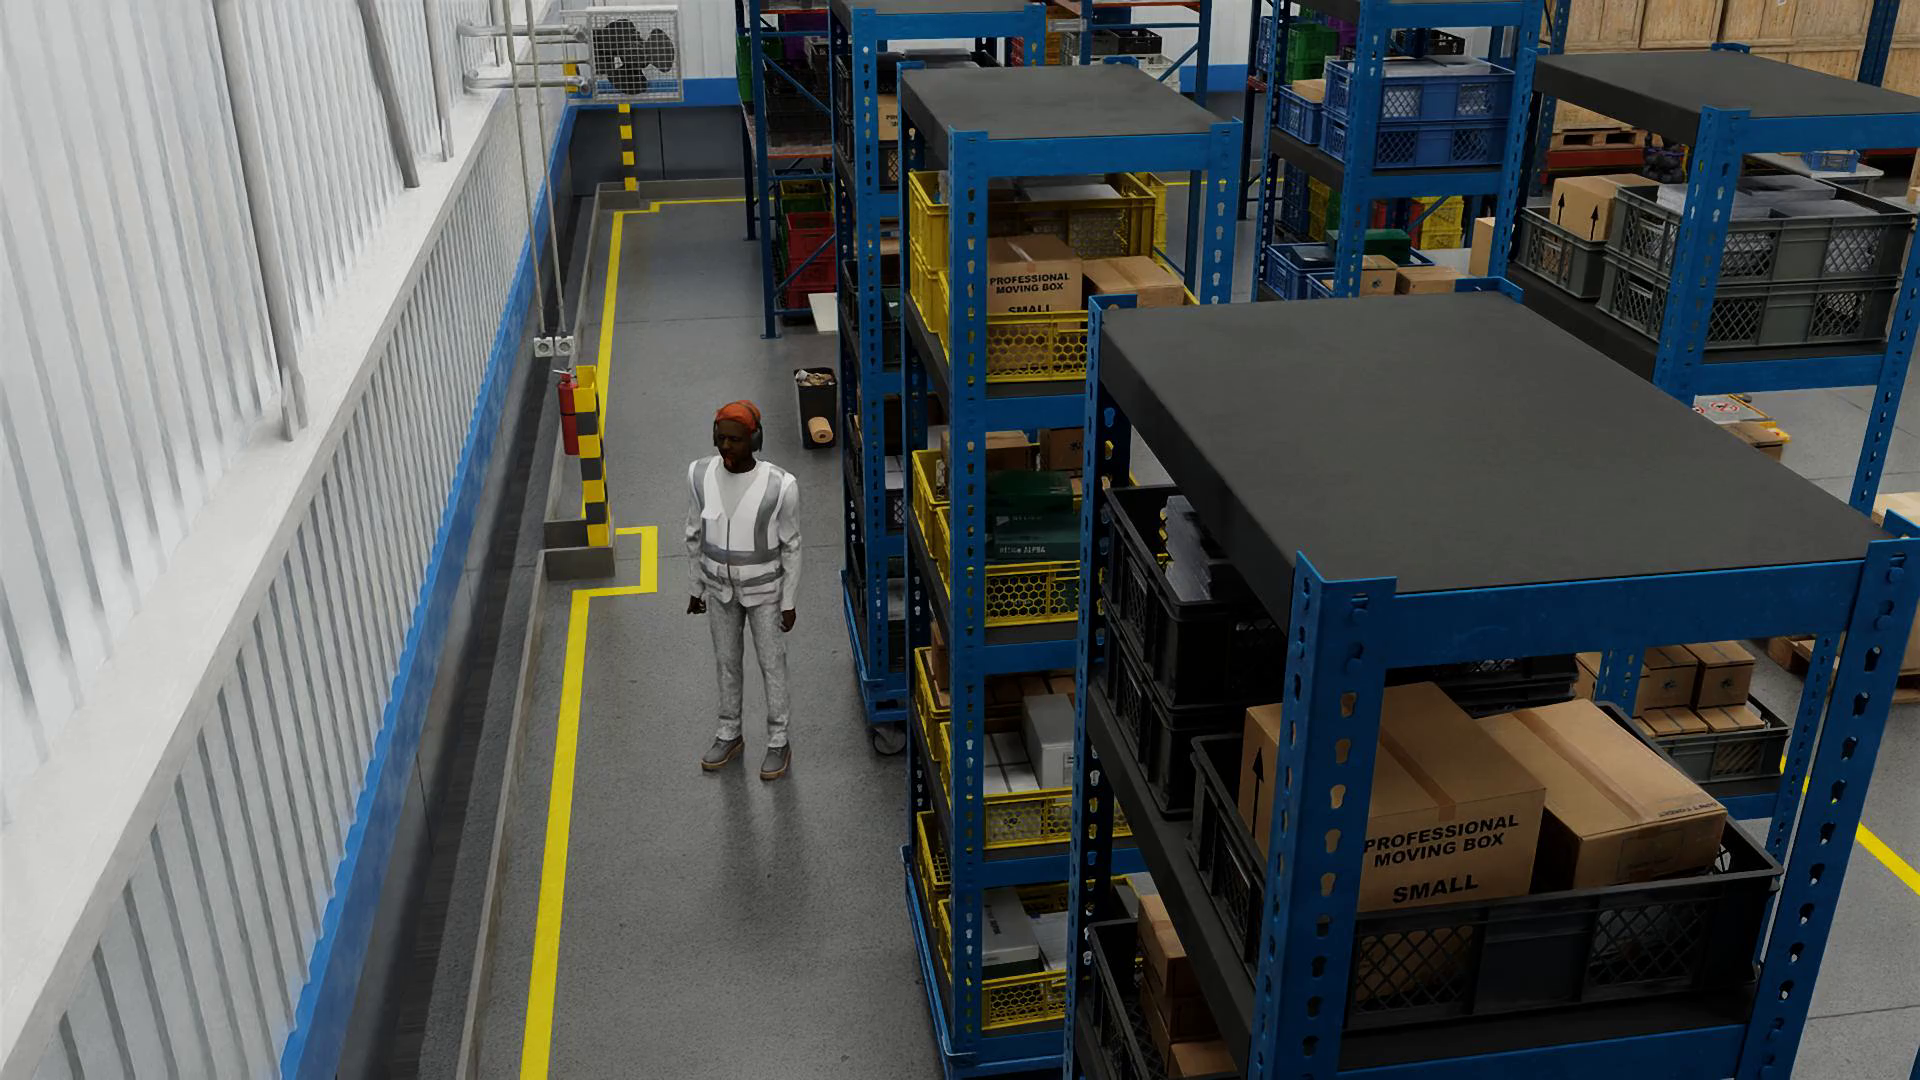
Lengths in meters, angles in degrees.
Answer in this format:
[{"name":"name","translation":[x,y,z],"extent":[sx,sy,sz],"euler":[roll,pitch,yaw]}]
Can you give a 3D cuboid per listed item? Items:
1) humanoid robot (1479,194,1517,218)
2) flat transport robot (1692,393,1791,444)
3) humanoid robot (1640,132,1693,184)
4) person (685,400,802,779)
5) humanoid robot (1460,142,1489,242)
[{"name":"humanoid robot","translation":[5.171,-3.448,16.093],"extent":[0.309,1.656,0.600],"euler":[-10,26,-20]},{"name":"flat transport robot","translation":[5.224,-0.859,12.132],"extent":[1.431,0.197,0.652],"euler":[-4,25,-8]},{"name":"humanoid robot","translation":[7.111,-3.749,16.746],"extent":[0.327,1.657,0.589],"euler":[-18,30,-34]},{"name":"person","translation":[-1.020,0.242,7.839],"extent":[0.574,1.884,0.356],"euler":[7,26,16]},{"name":"humanoid robot","translation":[5.156,-3.601,16.439],"extent":[0.574,1.647,0.351],"euler":[-15,29,-29]}]
